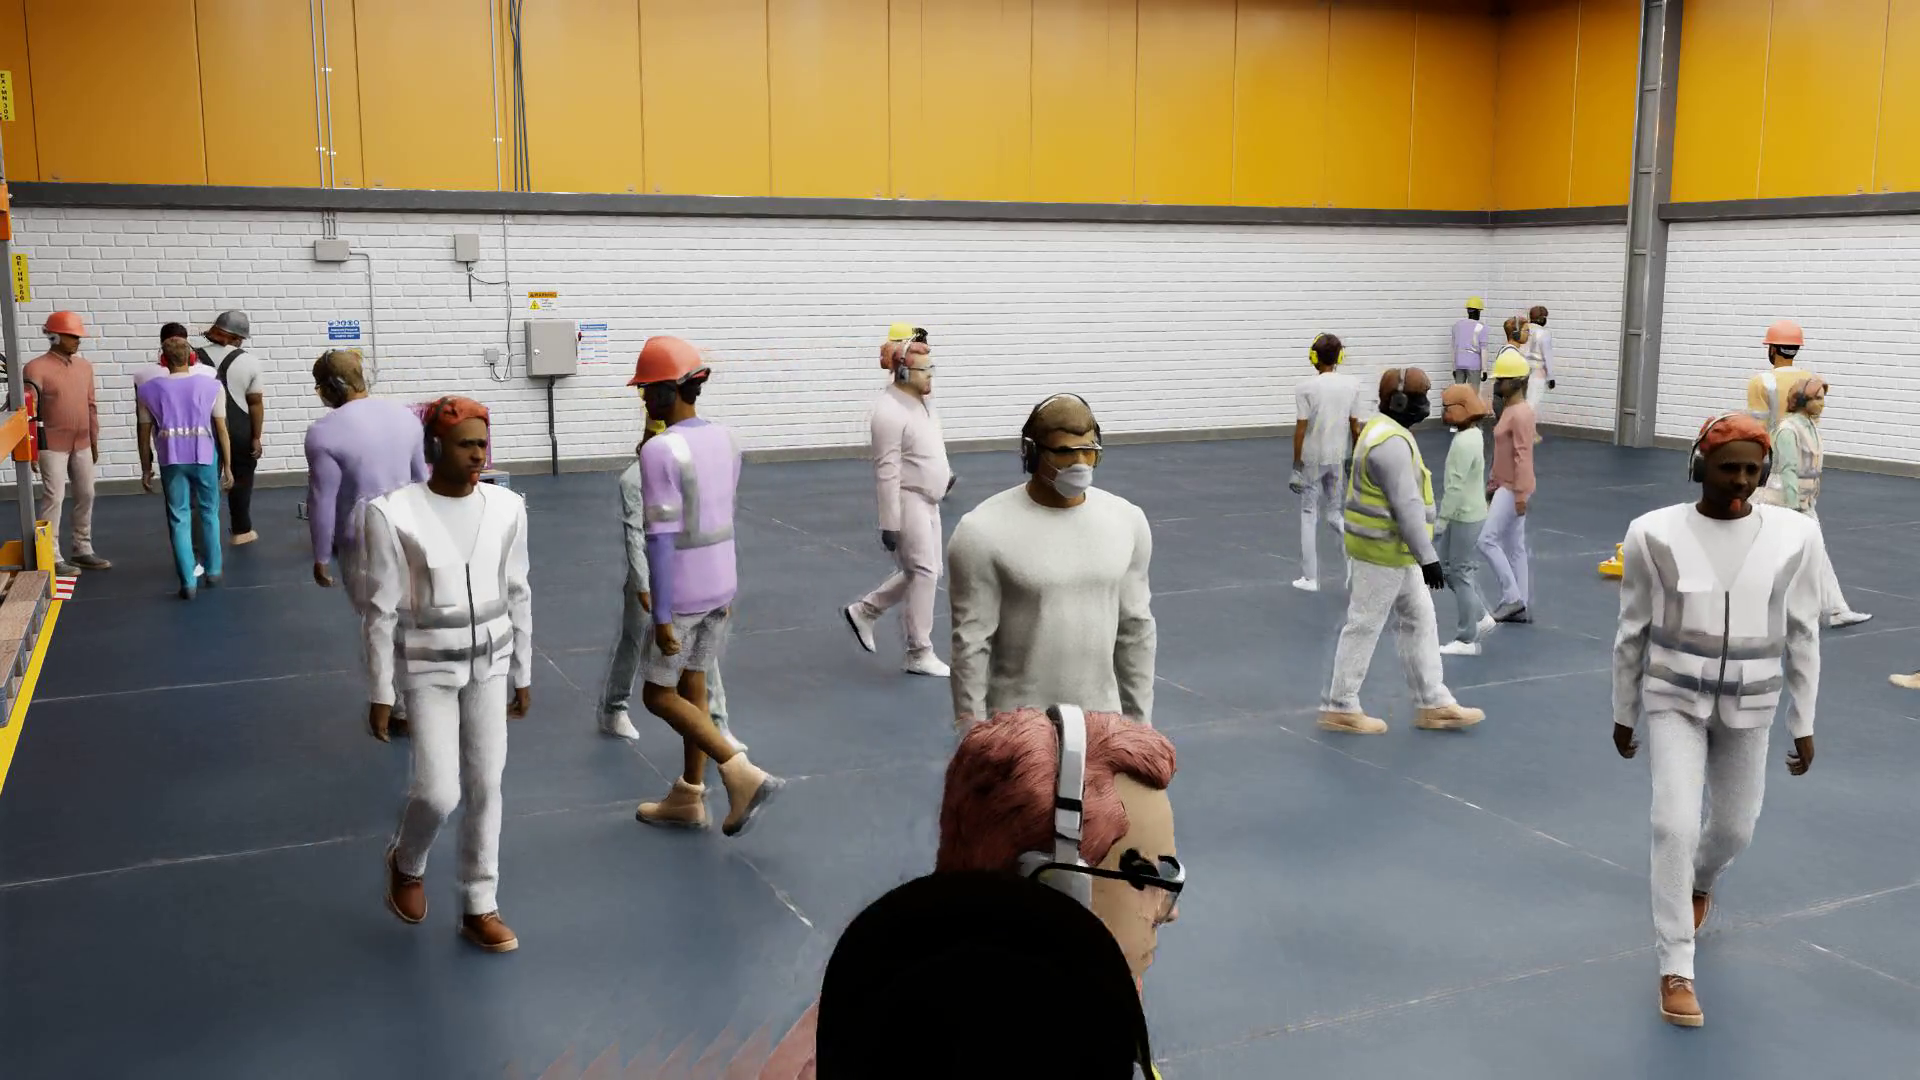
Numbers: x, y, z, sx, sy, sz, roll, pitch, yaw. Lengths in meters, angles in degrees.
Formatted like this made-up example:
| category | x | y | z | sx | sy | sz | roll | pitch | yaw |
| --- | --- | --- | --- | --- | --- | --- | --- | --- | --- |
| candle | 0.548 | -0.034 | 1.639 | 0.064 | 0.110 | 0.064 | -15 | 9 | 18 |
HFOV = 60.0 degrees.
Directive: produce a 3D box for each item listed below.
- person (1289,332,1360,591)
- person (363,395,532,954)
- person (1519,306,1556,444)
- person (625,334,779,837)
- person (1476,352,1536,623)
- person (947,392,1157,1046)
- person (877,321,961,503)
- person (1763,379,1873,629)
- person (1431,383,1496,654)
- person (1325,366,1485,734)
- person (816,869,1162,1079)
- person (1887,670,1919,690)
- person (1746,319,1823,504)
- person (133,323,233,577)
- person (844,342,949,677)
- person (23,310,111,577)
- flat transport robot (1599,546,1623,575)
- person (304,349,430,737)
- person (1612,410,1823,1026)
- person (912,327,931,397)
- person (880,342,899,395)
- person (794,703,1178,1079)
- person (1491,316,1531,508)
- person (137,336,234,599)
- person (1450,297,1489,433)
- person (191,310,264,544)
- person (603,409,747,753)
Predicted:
| category | x | y | z | sx | sy | sz | roll | pitch | yaw |
| --- | --- | --- | --- | --- | --- | --- | --- | --- | --- |
| person | 2.564 | -0.521 | 11.627 | 0.515 | 1.855 | 0.635 | -3 | 10 | -16 |
| person | -1.701 | 0.448 | 5.537 | 0.604 | 1.865 | 0.480 | -8 | 12 | -43 |
| person | 7.619 | -2.164 | 21.886 | 0.637 | 1.819 | 0.650 | -3 | 10 | -21 |
| person | -1.026 | 0.202 | 6.585 | 0.649 | 2.023 | 0.623 | 4 | 10 | 24 |
| person | 3.499 | -0.322 | 10.669 | 0.429 | 1.747 | 0.538 | 2 | 9 | 13 |
| person | 0.272 | 0.538 | 4.786 | 0.636 | 1.932 | 0.363 | -4 | 10 | -22 |
| person | -0.392 | -1.243 | 16.267 | 0.827 | 1.800 | 0.593 | -2 | 9 | -13 |
| person | 5.325 | -0.222 | 10.548 | 0.549 | 1.588 | 0.876 | -9 | 12 | -43 |
| person | 2.934 | -0.113 | 9.810 | 0.344 | 1.616 | 0.498 | 3 | 10 | 17 |
| person | 2.202 | 0.072 | 8.054 | 0.859 | 1.806 | 0.627 | 3 | 10 | 17 |
| person | 0.048 | 1.134 | 1.121 | 0.614 | 1.918 | 0.401 | 2 | 9 | 14 |
| person | 5.469 | -0.143 | 8.797 | 0.625 | 2.046 | 0.671 | -8 | 12 | -42 |
| person | 5.630 | -0.545 | 11.486 | 0.543 | 1.939 | 0.359 | -2 | 9 | -10 |
| person | -5.859 | -0.695 | 12.608 | 0.602 | 1.877 | 0.965 | -2 | 9 | -13 |
| person | -0.325 | -0.176 | 9.360 | 0.639 | 1.882 | 0.650 | 2 | 9 | 15 |
| person | -6.665 | -0.711 | 12.378 | 0.424 | 1.981 | 0.697 | 3 | 10 | 18 |
| flat transport robot | 5.469 | 0.109 | 12.582 | 1.431 | 0.197 | 0.652 | -9 | 13 | -44 |
| person | -2.887 | 0.024 | 8.091 | 0.579 | 1.898 | 0.690 | 6 | 11 | 31 |
| person | 2.349 | 0.505 | 5.237 | 0.578 | 1.859 | 0.810 | 2 | 9 | 15 |
| person | -0.459 | -1.349 | 17.223 | 0.318 | 1.696 | 0.534 | 0 | 9 | -3 |
| person | -0.633 | -1.024 | 15.412 | 0.387 | 1.615 | 0.531 | 1 | 9 | 5 |
| person | -0.023 | 1.076 | 1.644 | 0.461 | 1.871 | 0.650 | 3 | 9 | 15 |
| person | 5.294 | -1.222 | 15.968 | 0.345 | 1.847 | 0.504 | 1 | 9 | 6 |
| person | -5.472 | -0.525 | 11.764 | 0.583 | 1.802 | 0.887 | -4 | 10 | -24 |
| person | 7.149 | -2.438 | 23.310 | 0.405 | 1.918 | 0.580 | -8 | 12 | -40 |
| person | -5.986 | -0.919 | 13.487 | 0.701 | 2.000 | 1.015 | -1 | 9 | -9 |
| person | -1.412 | 0.158 | 7.879 | 0.485 | 1.692 | 0.880 | -9 | 13 | -43 |
